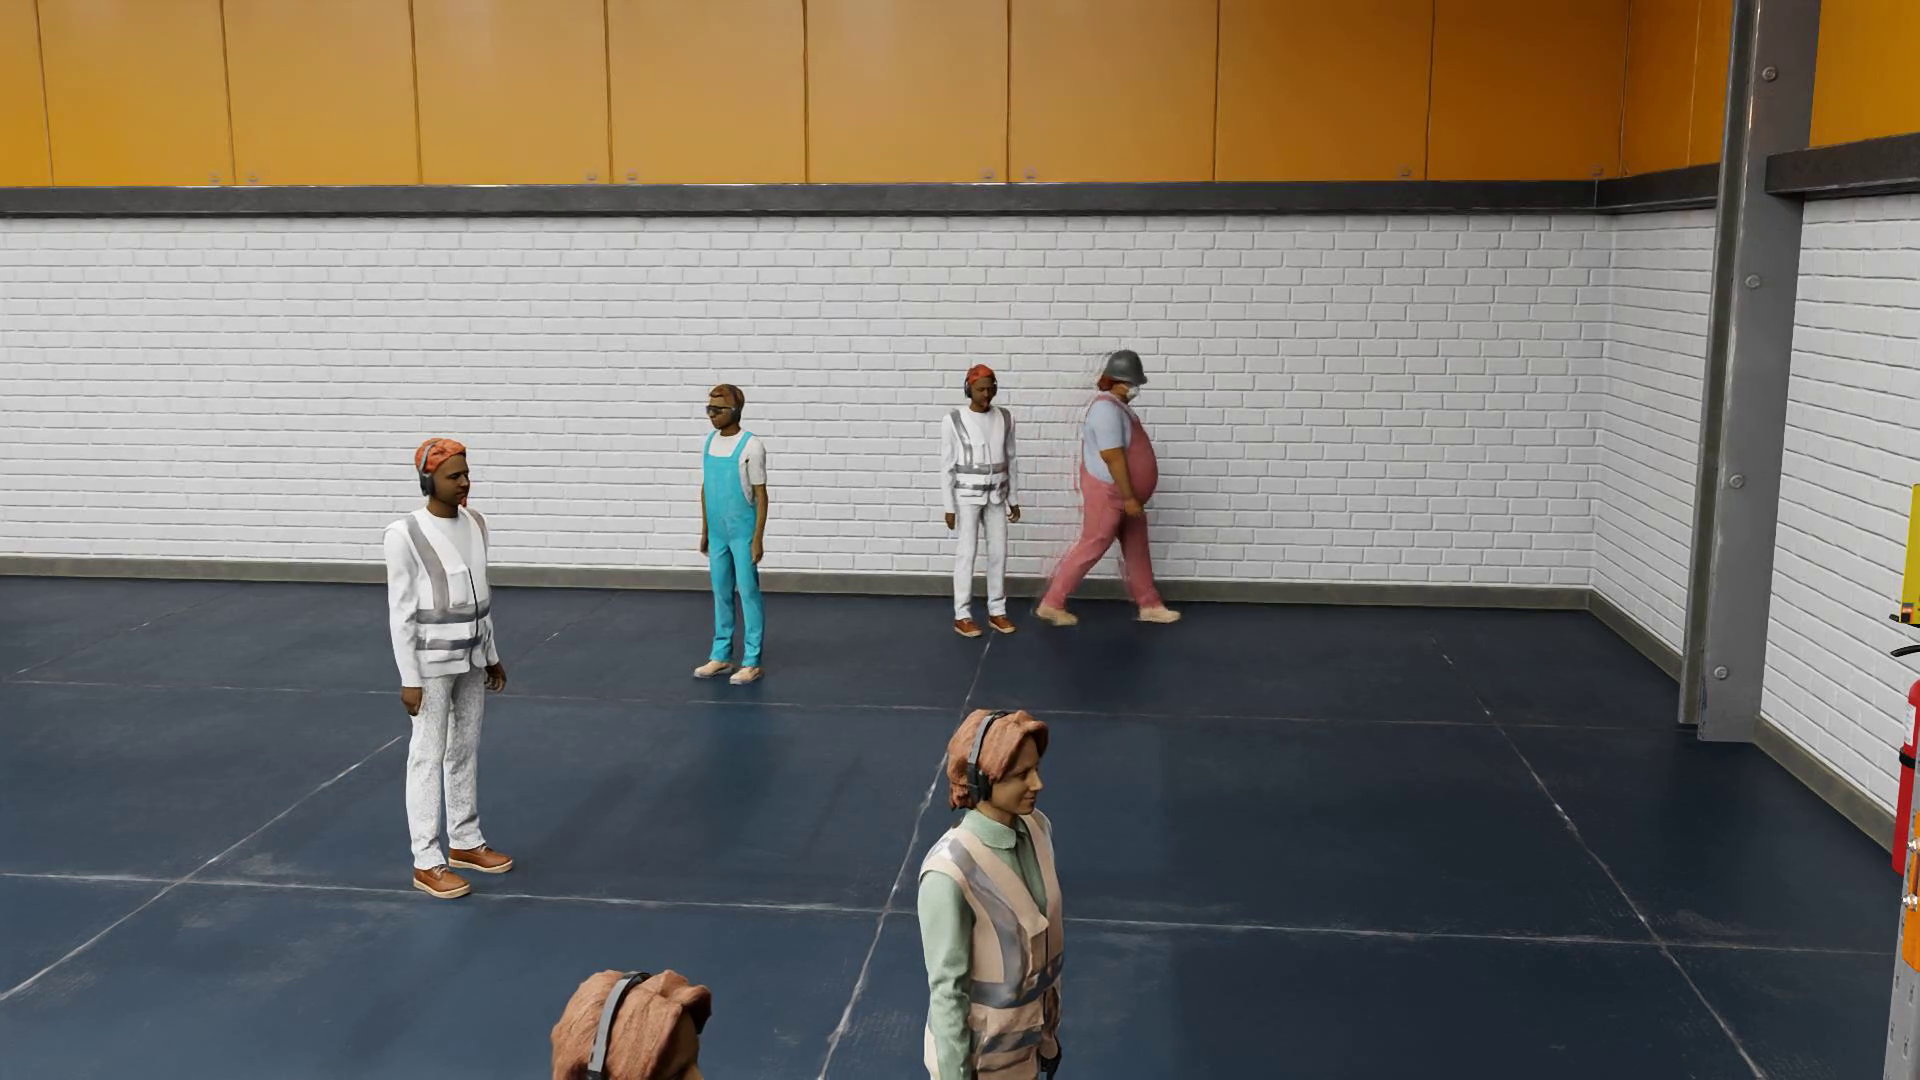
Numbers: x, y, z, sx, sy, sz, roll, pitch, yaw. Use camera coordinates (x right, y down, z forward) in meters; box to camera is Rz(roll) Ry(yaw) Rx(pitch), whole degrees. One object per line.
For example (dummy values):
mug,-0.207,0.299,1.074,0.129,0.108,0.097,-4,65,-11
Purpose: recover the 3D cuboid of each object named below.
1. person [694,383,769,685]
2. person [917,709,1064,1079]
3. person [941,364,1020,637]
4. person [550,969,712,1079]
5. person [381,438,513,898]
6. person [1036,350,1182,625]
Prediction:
person,-1.395,-0.037,10.181,0.506,1.846,0.351,7,12,36
person,0.074,1.182,3.792,0.307,1.641,0.514,5,11,26
person,0.136,-0.270,11.439,0.584,1.877,0.356,-5,11,-28
person,-0.472,1.414,2.463,0.306,1.640,0.522,1,10,8
person,-2.118,0.518,6.906,0.353,1.880,0.573,4,11,22
person,1.016,-0.389,11.638,0.976,2.000,0.685,3,10,15
